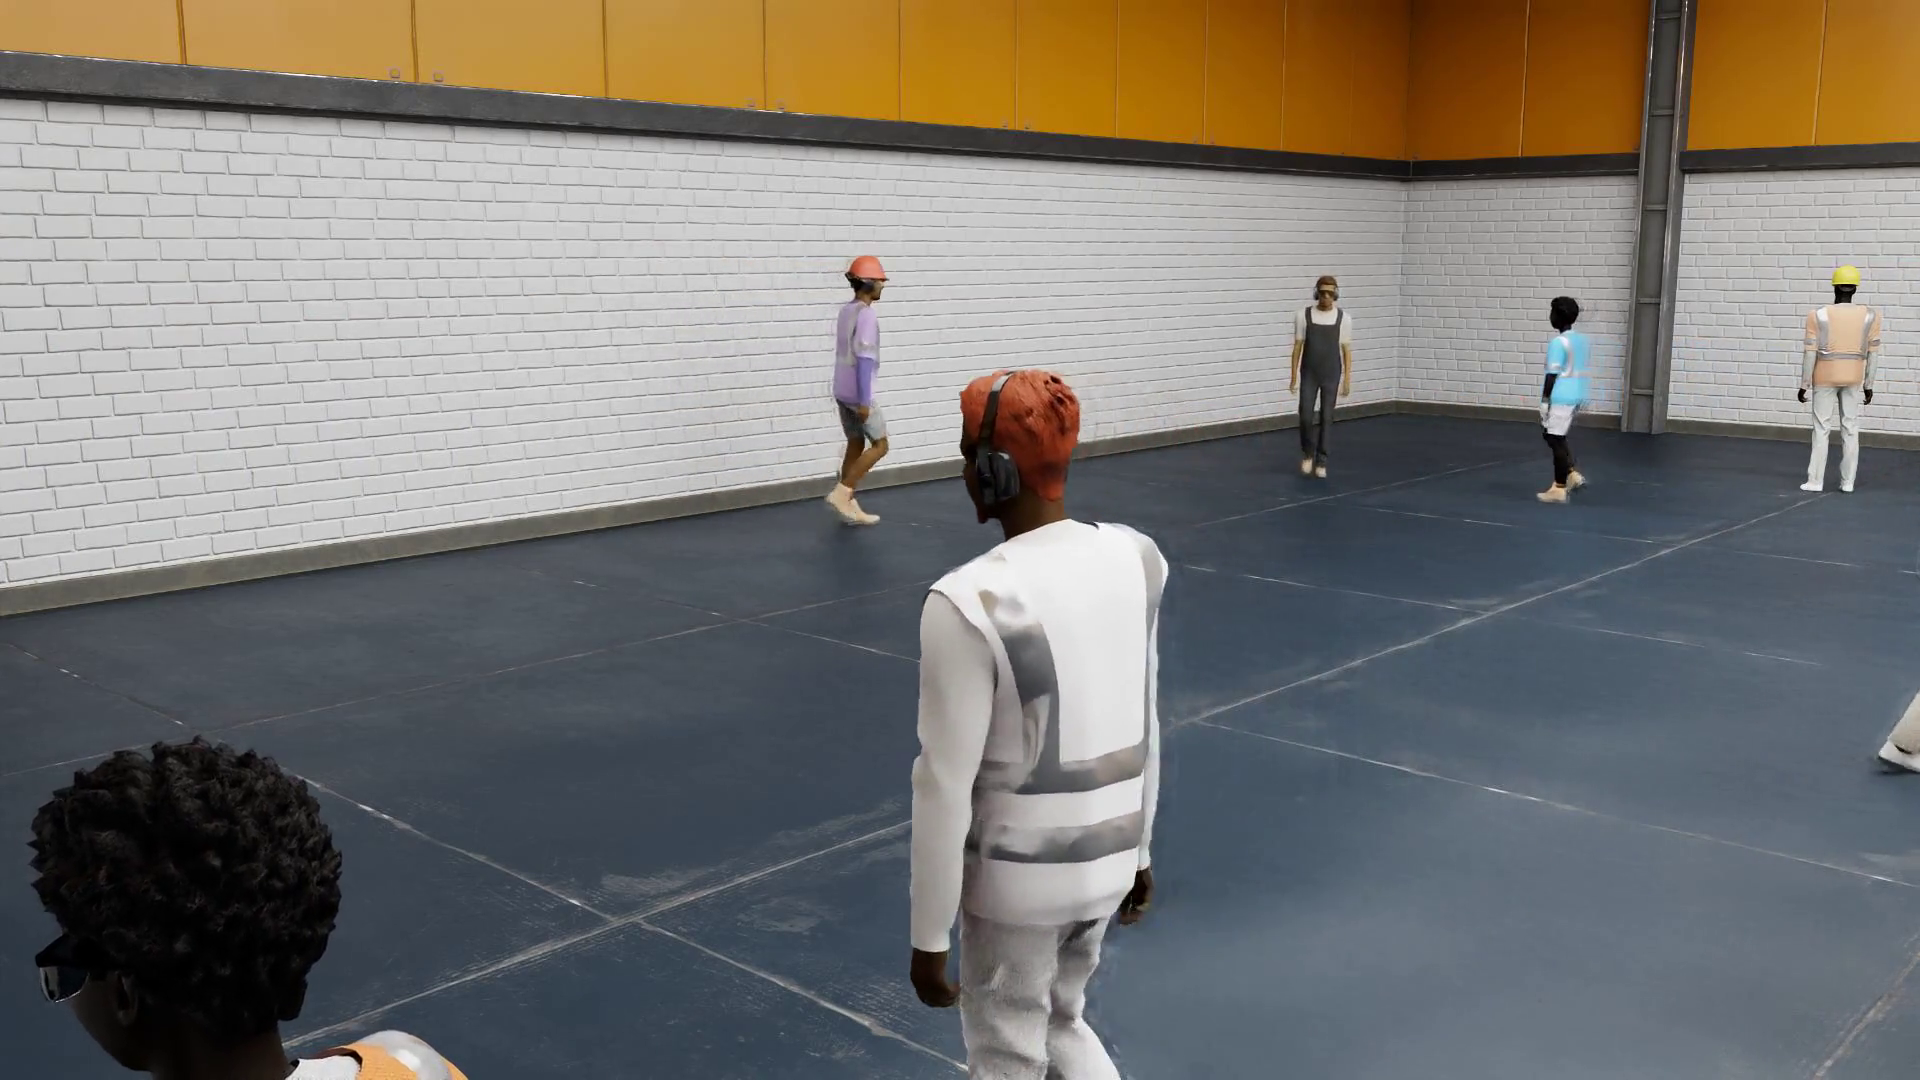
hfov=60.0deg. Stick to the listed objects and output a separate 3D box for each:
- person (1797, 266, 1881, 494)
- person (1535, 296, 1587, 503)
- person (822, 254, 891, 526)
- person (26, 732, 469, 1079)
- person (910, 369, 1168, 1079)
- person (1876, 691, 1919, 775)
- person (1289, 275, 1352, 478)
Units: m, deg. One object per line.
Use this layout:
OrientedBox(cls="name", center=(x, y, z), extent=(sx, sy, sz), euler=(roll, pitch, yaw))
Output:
OrientedBox(cls="person", center=(7.432, -1.352, 14.103), extent=(0.595, 1.925, 0.374), euler=(2, 10, 10))
OrientedBox(cls="person", center=(4.883, -1.138, 13.547), extent=(0.368, 1.682, 0.554), euler=(8, 13, 39))
OrientedBox(cls="person", center=(-0.735, -1.091, 12.345), extent=(0.480, 2.030, 0.615), euler=(-4, 11, -24))
OrientedBox(cls="person", center=(-0.578, 0.996, 1.409), extent=(0.318, 1.691, 0.529), euler=(3, 10, 15))
OrientedBox(cls="person", center=(0.168, 0.622, 3.026), extent=(0.603, 1.866, 0.474), euler=(-10, 14, -44))
OrientedBox(cls="person", center=(3.978, 0.164, 6.396), extent=(0.736, 1.598, 0.574), euler=(4, 11, 22))
OrientedBox(cls="person", center=(3.249, -1.461, 14.992), extent=(0.548, 1.832, 0.404), euler=(2, 10, 9))
